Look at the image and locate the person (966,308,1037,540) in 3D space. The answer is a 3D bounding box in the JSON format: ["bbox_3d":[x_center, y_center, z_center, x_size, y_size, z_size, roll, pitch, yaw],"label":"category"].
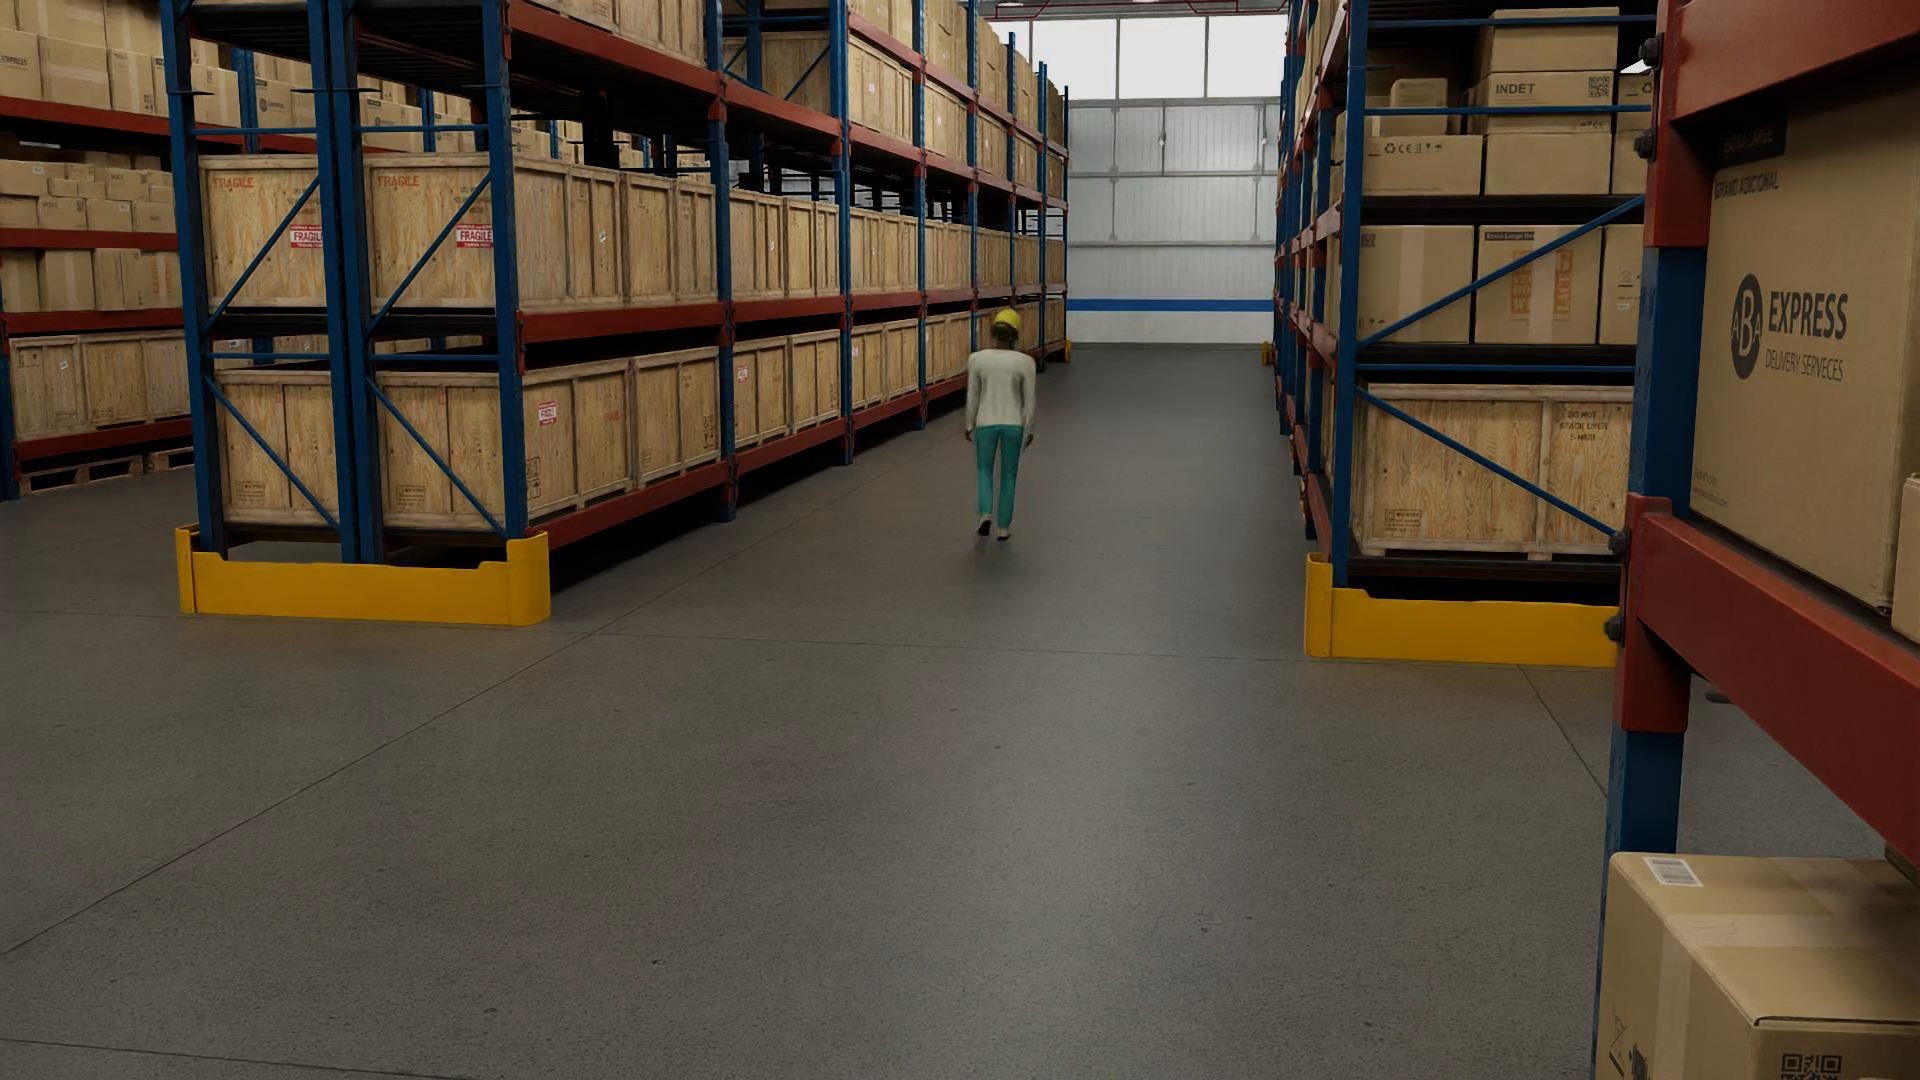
[{"bbox_3d":[0.315,-0.869,12.569,0.541,1.746,0.389,1,9,8],"label":"person"}]

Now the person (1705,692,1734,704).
[{"bbox_3d":[3.940,-0.096,7.577,0.814,1.821,0.575,2,9,11],"label":"person"}]
